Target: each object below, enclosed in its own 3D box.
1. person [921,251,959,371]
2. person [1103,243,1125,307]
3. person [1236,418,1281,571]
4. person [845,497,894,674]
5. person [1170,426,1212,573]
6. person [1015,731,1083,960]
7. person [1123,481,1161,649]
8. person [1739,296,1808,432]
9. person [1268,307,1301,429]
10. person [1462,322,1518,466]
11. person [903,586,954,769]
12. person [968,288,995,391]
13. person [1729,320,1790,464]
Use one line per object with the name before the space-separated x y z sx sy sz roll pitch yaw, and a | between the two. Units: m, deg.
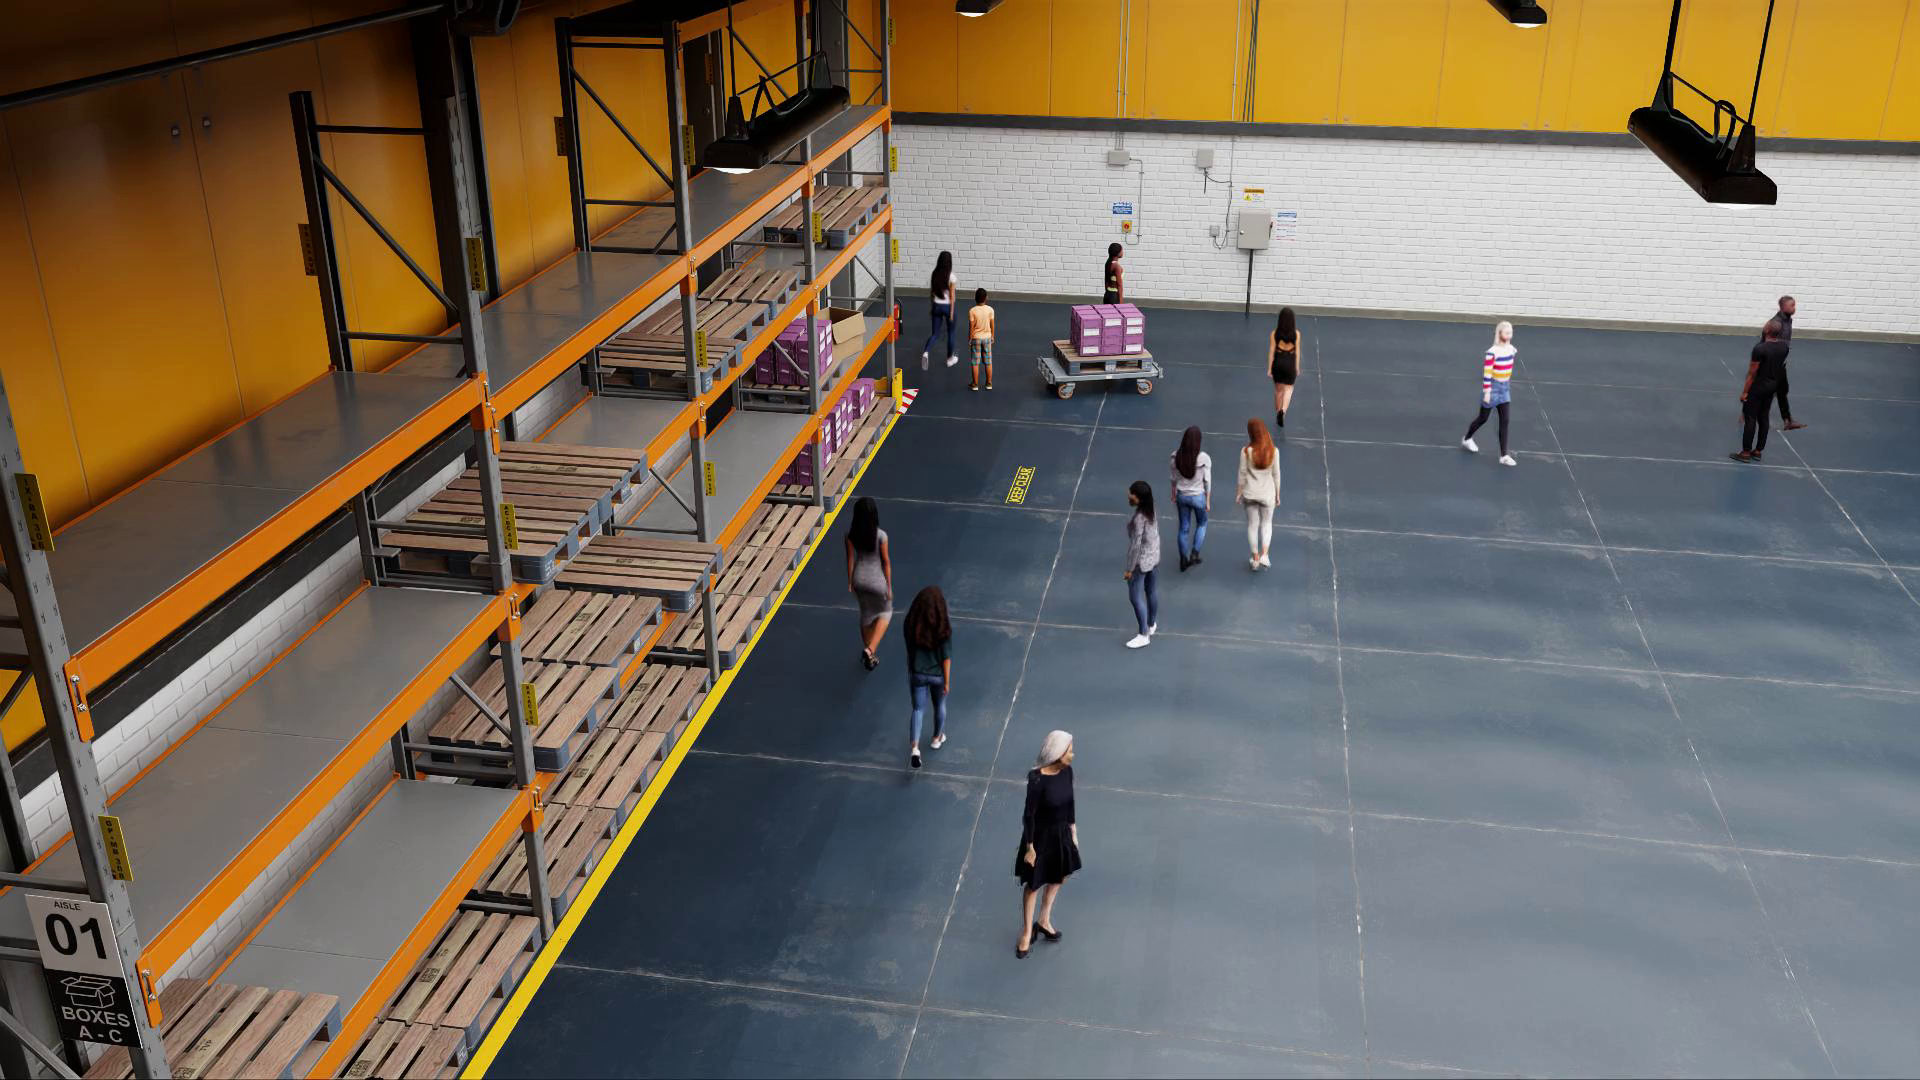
person | -0.289 -3.268 24.065 0.853 1.748 1.181 12 26 26
person | 2.262 -3.551 24.703 0.703 1.755 0.618 -11 26 -24
person | 3.165 -0.432 17.670 0.632 1.672 0.664 3 24 7
person | -0.862 0.473 15.479 0.663 1.771 0.778 8 25 18
person | 2.434 -0.406 17.672 0.669 1.625 0.632 10 26 22
person | 0.586 2.139 11.717 0.749 1.730 0.835 -13 27 -27
person | 1.834 0.174 16.240 0.893 1.707 0.613 20 30 37
person | 10.585 -2.327 21.845 1.151 1.802 1.183 -19 30 -36
person | 4.246 -2.209 21.782 0.618 1.636 0.881 6 24 14
person | 6.639 -1.861 20.823 1.085 1.766 1.247 -11 26 -24
person | -0.297 1.175 14.094 0.572 1.593 0.977 4 24 10
person | 0.301 -2.835 23.433 0.589 1.461 0.603 -6 24 -13
person | 10.006 -1.864 20.763 0.749 1.819 0.739 -8 25 -17
